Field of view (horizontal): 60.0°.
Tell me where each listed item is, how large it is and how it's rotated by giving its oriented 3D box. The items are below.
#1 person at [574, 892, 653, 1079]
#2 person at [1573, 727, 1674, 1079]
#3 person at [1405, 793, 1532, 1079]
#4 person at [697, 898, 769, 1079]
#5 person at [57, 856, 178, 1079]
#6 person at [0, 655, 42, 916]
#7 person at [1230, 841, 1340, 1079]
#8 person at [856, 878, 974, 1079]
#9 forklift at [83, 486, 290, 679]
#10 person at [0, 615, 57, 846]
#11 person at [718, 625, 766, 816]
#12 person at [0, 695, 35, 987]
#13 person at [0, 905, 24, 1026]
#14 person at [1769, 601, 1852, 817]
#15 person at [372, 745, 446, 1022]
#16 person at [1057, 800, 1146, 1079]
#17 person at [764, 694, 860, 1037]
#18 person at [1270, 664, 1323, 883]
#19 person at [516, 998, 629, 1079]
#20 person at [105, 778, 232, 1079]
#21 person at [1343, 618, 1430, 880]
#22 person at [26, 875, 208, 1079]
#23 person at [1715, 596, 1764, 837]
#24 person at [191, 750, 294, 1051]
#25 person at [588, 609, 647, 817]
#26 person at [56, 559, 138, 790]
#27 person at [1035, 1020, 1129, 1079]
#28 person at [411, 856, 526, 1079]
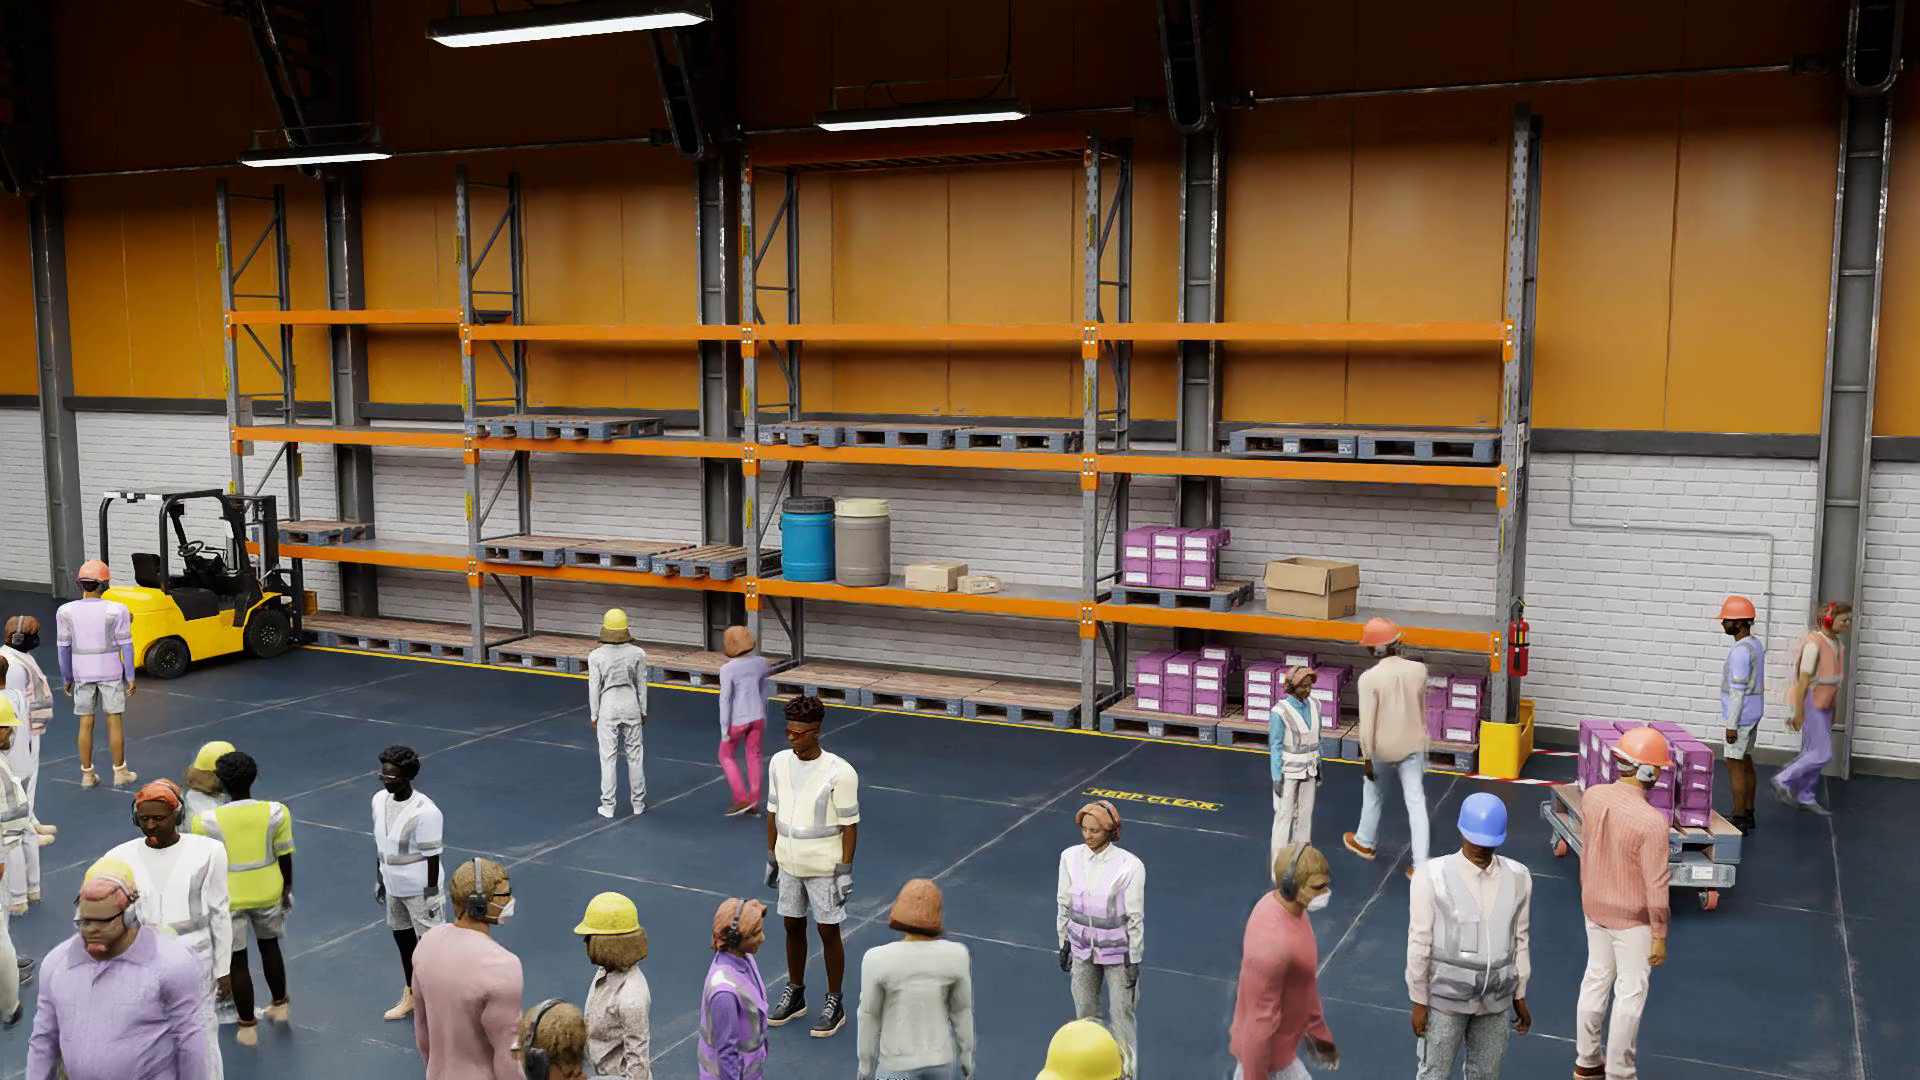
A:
[{"bbox_3d":[-1.412,2.293,6.829,0.298,1.745,0.484,-3,8,-25],"label":"person"},{"bbox_3d":[3.486,1.949,8.700,0.403,1.982,0.628,-2,7,-18],"label":"person"},{"bbox_3d":[2.341,2.097,7.644,0.602,1.940,0.402,-1,7,-10],"label":"person"},{"bbox_3d":[-0.961,2.317,7.100,0.318,1.631,0.524,0,7,-1],"label":"person"},{"bbox_3d":[-3.636,2.239,7.205,0.334,1.764,0.532,6,9,43],"label":"person"},{"bbox_3d":[-6.607,1.678,11.500,0.326,1.842,0.517,-1,7,-6],"label":"person"},{"bbox_3d":[1.438,2.193,7.039,0.904,1.888,0.629,1,7,10],"label":"person"},{"bbox_3d":[-0.187,2.301,7.315,0.529,1.611,0.381,-2,7,-19],"label":"person"},{"bbox_3d":[-9.426,0.454,20.179,1.214,2.155,2.313,3,8,26],"label":"forklift"},{"bbox_3d":[-7.361,1.494,13.080,0.429,1.834,0.636,-4,8,-29],"label":"person"},{"bbox_3d":[-1.801,1.508,13.823,0.544,1.625,0.326,-7,9,-43],"label":"person"},{"bbox_3d":[-5.930,1.848,10.207,0.403,1.818,0.606,-4,8,-31],"label":"person"},{"bbox_3d":[-4.582,2.173,7.422,0.647,1.848,1.038,-3,7,-20],"label":"person"},{"bbox_3d":[7.105,1.402,13.819,0.618,1.827,0.462,-6,9,-43],"label":"person"},{"bbox_3d":[-3.161,1.993,9.566,0.545,1.689,0.327,5,8,35],"label":"person"},{"bbox_3d":[0.729,2.138,8.582,0.508,1.629,0.317,5,8,34],"label":"person"},{"bbox_3d":[-0.871,1.851,9.563,0.613,1.965,0.361,4,8,30],"label":"person"},{"bbox_3d":[2.444,1.709,12.118,0.524,1.632,0.314,-5,9,-38],"label":"person"},{"bbox_3d":[-1.237,2.393,5.257,0.377,1.931,0.636,4,8,27],"label":"person"},{"bbox_3d":[-3.835,2.078,8.084,0.568,1.878,0.351,-2,7,-13],"label":"person"},{"bbox_3d":[3.223,1.534,12.398,0.640,1.926,1.047,-2,7,-13],"label":"person"},{"bbox_3d":[-3.429,2.249,6.804,0.645,1.855,1.025,1,7,5],"label":"person"},{"bbox_3d":[6.250,1.409,13.395,0.391,1.928,0.552,5,9,36],"label":"person"},{"bbox_3d":[-4.064,2.009,9.395,0.553,1.679,0.531,-5,8,-35],"label":"person"},{"bbox_3d":[-2.854,1.437,13.896,0.488,1.746,0.287,-3,7,-21],"label":"person"},{"bbox_3d":[-7.626,1.187,14.736,0.615,2.042,0.376,-1,7,-10],"label":"person"},{"bbox_3d":[0.456,2.434,5.399,0.447,1.811,0.660,-5,8,-35],"label":"person"},{"bbox_3d":[-1.930,2.219,6.649,0.629,1.937,0.377,6,9,39],"label":"person"}]
